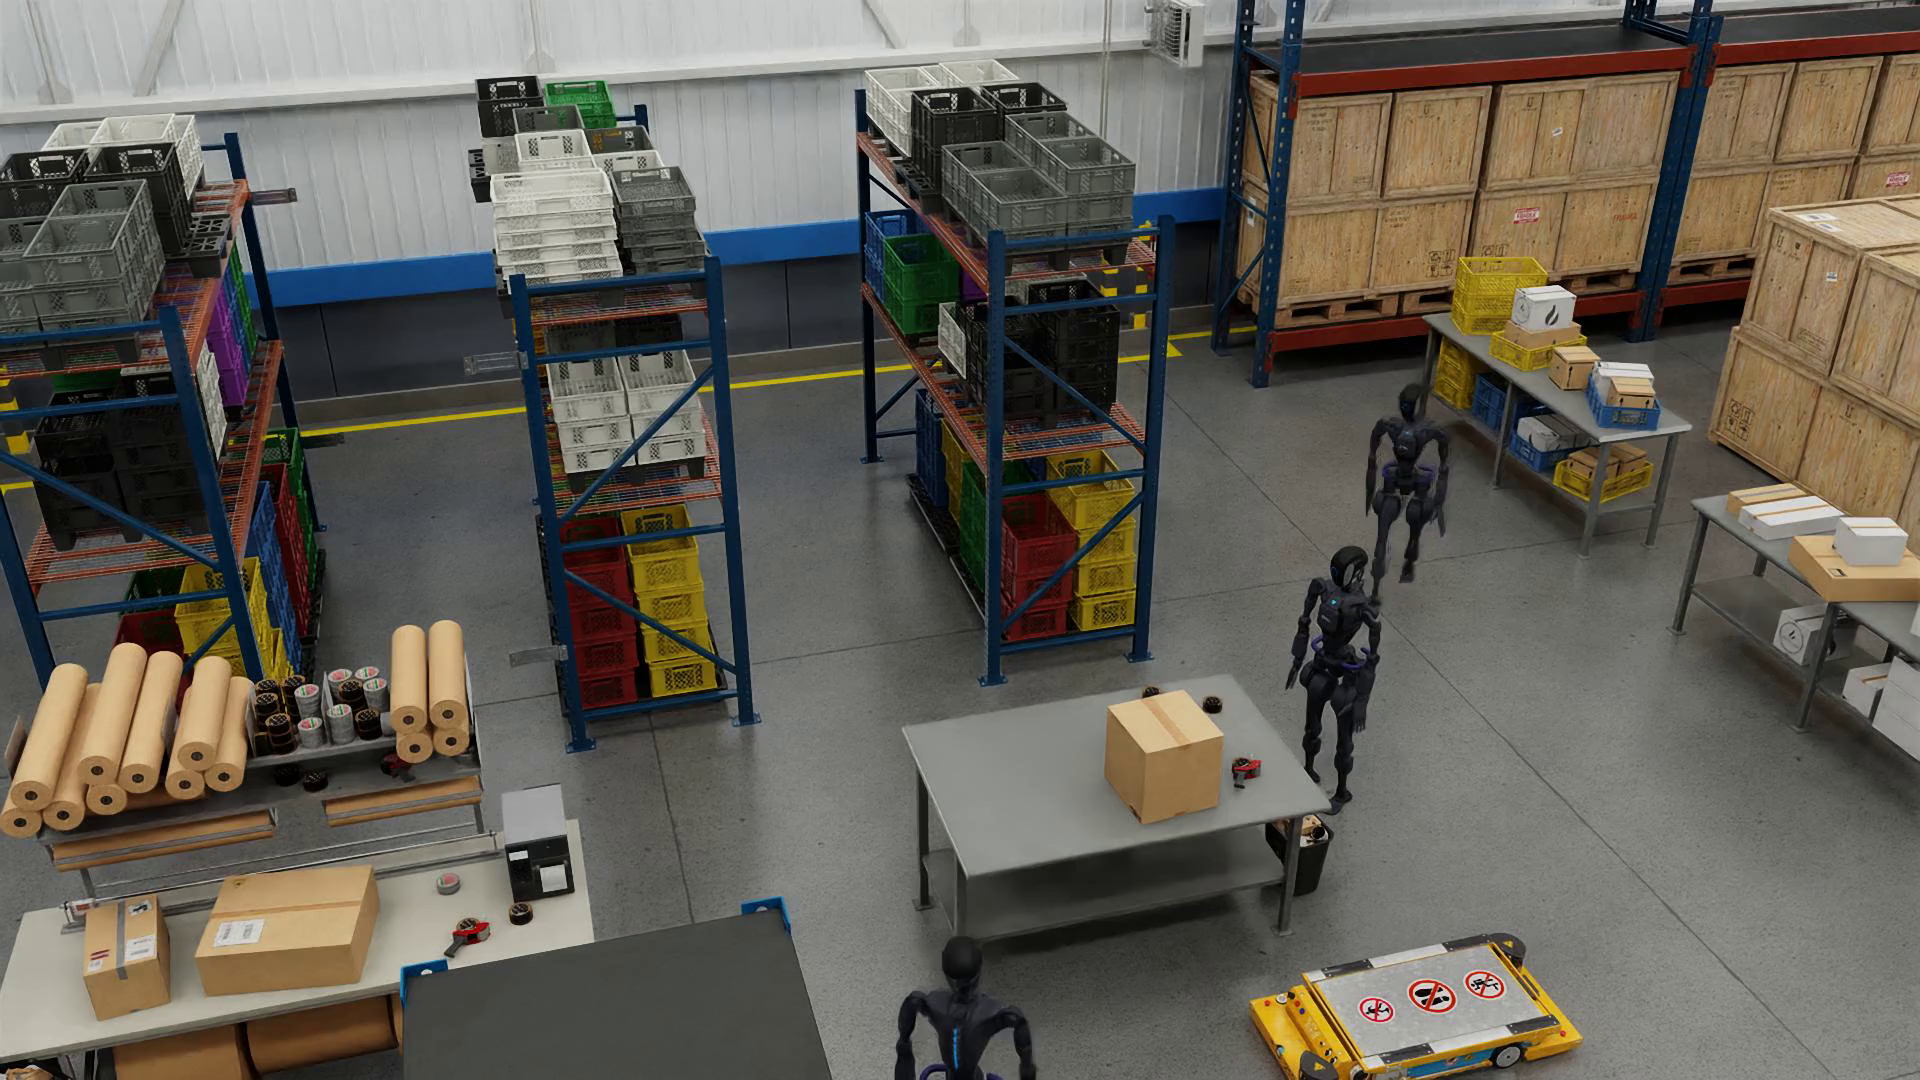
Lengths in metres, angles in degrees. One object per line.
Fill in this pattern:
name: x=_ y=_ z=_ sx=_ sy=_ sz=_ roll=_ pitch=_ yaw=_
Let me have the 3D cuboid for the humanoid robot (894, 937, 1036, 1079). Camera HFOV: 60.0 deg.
humanoid robot: x=0.023 y=2.258 z=6.591 sx=0.607 sy=1.650 sz=0.341 roll=7 pitch=30 yaw=12

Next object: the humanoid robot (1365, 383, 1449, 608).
humanoid robot: x=3.056 y=-0.310 z=11.324 sx=0.593 sy=1.652 sz=0.749 roll=11 pitch=31 yaw=20

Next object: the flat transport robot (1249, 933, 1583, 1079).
flat transport robot: x=2.184 y=2.282 z=7.980 sx=1.431 sy=0.197 sz=0.652 roll=-8 pitch=30 yaw=-14

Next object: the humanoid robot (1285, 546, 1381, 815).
humanoid robot: x=2.077 y=0.771 z=9.283 sx=0.331 sy=1.657 sz=0.585 roll=-21 pitch=35 yaw=-33
